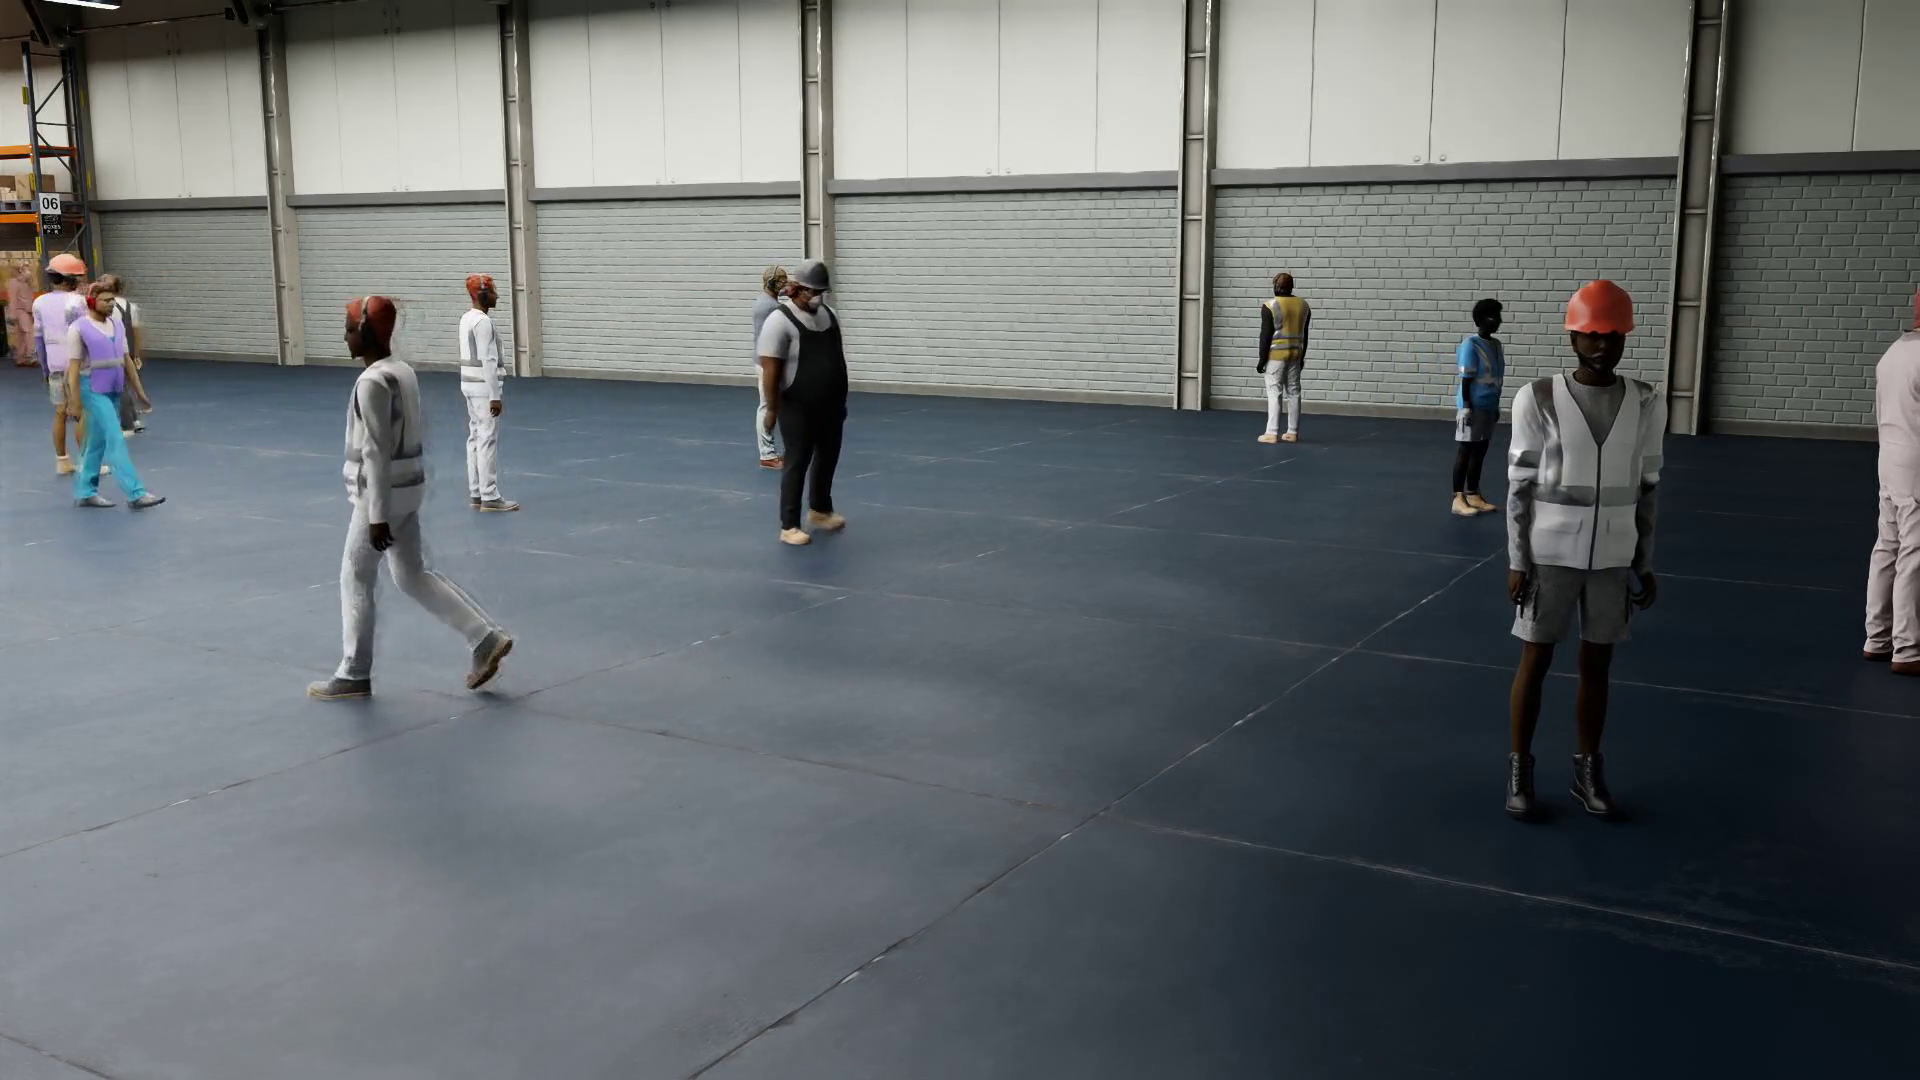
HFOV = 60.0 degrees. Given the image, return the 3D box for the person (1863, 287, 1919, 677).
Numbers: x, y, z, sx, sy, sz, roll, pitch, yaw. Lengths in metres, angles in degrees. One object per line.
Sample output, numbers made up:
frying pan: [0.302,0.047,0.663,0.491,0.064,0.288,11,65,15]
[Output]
person: [4.674,-0.295,8.060,0.409,1.909,0.640,1,10,6]

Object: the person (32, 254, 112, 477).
person: [-8.144,-1.593,15.260,0.614,2.040,0.390,3,10,15]

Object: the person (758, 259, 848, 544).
person: [-1.071,-1.018,11.901,0.644,2.000,0.885,8,12,38]

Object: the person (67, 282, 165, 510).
person: [-6.721,-1.136,13.256,0.906,1.803,0.589,1,10,6]

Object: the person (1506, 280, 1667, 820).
person: [2.227,0.050,5.944,0.545,1.939,0.373,0,10,3]

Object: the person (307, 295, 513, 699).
person: [-2.541,-0.183,7.570,0.866,1.856,0.582,0,10,-1]

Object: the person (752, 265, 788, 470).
person: [-1.787,-1.641,15.859,0.372,1.936,0.627,0,10,0]

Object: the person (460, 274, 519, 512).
person: [-3.775,-1.165,13.224,0.355,1.883,0.575,-6,11,-32]

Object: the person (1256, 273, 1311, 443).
person: [3.489,-1.973,18.070,0.621,1.845,0.429,-5,11,-25]

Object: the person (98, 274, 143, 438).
person: [-9.379,-2.034,18.469,0.423,1.825,0.515,2,10,13]

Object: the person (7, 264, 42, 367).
person: [-16.939,-4.079,30.294,0.798,1.874,0.673,0,10,1]

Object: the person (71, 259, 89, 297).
person: [-13.886,-3.418,26.123,0.521,1.978,0.628,0,10,2]

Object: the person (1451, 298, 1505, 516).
person: [4.071,-1.033,13.025,0.317,1.684,0.540,9,13,43]
